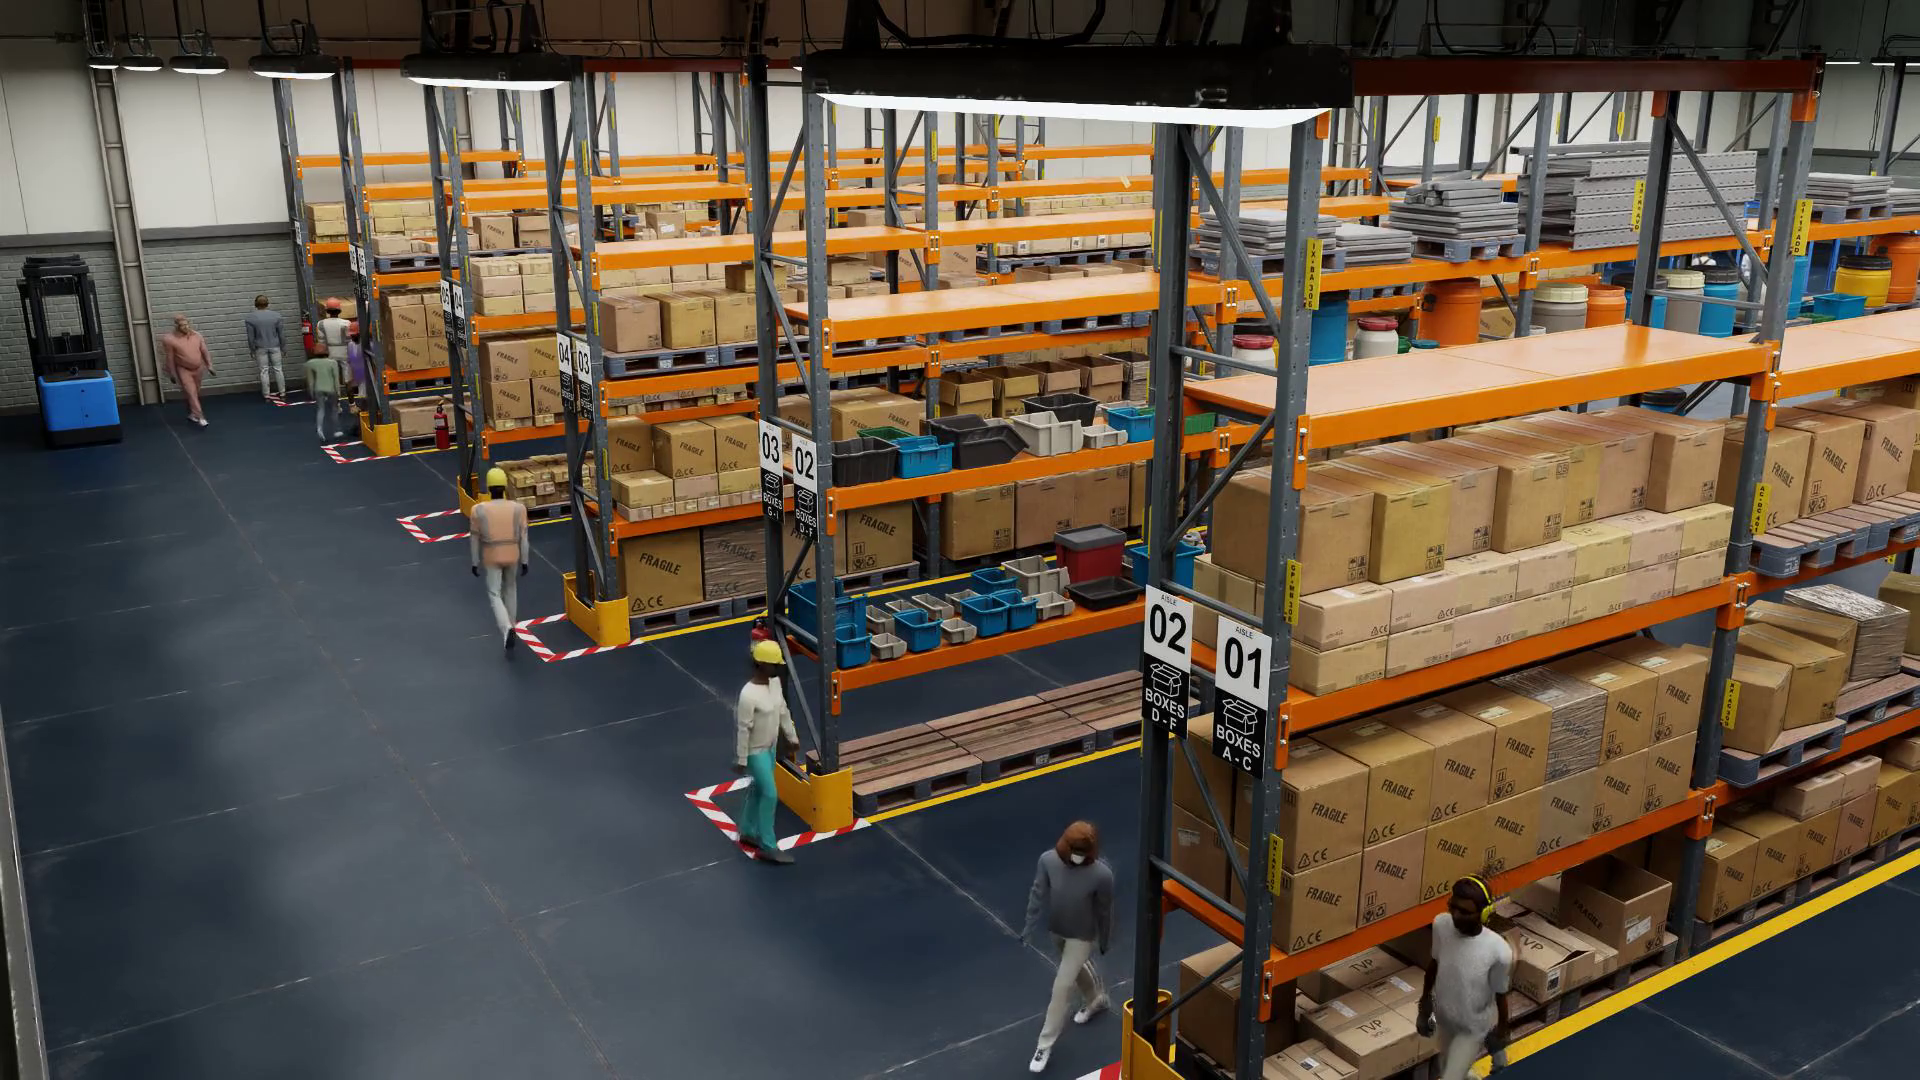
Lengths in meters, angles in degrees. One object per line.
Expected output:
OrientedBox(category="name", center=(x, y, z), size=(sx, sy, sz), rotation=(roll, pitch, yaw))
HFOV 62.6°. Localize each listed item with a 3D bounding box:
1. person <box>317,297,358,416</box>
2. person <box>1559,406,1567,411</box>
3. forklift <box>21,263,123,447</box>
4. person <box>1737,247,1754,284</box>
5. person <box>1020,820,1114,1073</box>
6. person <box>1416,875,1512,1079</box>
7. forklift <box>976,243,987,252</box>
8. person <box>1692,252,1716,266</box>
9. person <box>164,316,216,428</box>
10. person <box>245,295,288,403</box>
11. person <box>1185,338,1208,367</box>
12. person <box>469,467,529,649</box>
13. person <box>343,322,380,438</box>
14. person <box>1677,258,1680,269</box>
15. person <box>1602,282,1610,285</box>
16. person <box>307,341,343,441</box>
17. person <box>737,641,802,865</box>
OrientedBox(category="person", center=(-10.768, -3.184, 27.384), size=(0.615, 2.047, 0.358), rotation=(-1, 17, -3))
OrientedBox(category="person", center=(10.082, -2.828, 26.438), size=(0.597, 1.916, 0.371), rotation=(2, 17, 6))
OrientedBox(category="forklift", center=(-14.518, -3.079, 25.708), size=(1.129, 2.768, 1.873), rotation=(-10, 20, -31))
OrientedBox(category="person", center=(18.791, -6.209, 37.513), size=(0.560, 1.918, 0.578), rotation=(3, 17, 9))
OrientedBox(category="person", center=(0.701, 2.419, 9.798), size=(0.527, 1.587, 0.852), rotation=(11, 20, 33))
OrientedBox(category="person", center=(2.790, 2.635, 8.660), size=(0.858, 1.847, 0.532), rotation=(-11, 20, -31))
OrientedBox(category="forklift", center=(0.988, -5.474, 34.718), size=(1.214, 2.155, 2.313), rotation=(-10, 20, -31))
OrientedBox(category="person", center=(17.423, -6.008, 37.071), size=(0.530, 1.802, 0.980), rotation=(13, 21, 37))
OrientedBox(category="person", center=(-12.989, -2.857, 26.639), size=(0.990, 1.858, 0.652), rotation=(12, 21, 35))
OrientedBox(category="person", center=(-12.481, -3.453, 28.449), size=(0.635, 1.939, 0.362), rotation=(-9, 19, -27))
OrientedBox(category="person", center=(3.746, -2.354, 25.052), size=(1.022, 1.827, 0.584), rotation=(-11, 20, -32))
OrientedBox(category="person", center=(-4.798, 0.192, 16.551), size=(0.589, 1.908, 0.759), rotation=(-9, 19, -28))
OrientedBox(category="person", center=(-9.822, -2.665, 25.970), size=(0.560, 1.886, 1.015), rotation=(9, 19, 27))
OrientedBox(category="person", center=(18.098, -6.639, 39.468), size=(0.801, 1.601, 0.510), rotation=(13, 21, 36))
OrientedBox(category="person", center=(12.424, -4.039, 30.507), size=(0.823, 1.854, 0.595), rotation=(6, 18, 19))
OrientedBox(category="person", center=(-10.310, -2.420, 25.620), size=(0.511, 1.611, 0.678), rotation=(-1, 17, -3))
OrientedBox(category="person", center=(-1.496, 1.608, 12.185), size=(0.586, 1.736, 0.550), rotation=(7, 18, 20))
